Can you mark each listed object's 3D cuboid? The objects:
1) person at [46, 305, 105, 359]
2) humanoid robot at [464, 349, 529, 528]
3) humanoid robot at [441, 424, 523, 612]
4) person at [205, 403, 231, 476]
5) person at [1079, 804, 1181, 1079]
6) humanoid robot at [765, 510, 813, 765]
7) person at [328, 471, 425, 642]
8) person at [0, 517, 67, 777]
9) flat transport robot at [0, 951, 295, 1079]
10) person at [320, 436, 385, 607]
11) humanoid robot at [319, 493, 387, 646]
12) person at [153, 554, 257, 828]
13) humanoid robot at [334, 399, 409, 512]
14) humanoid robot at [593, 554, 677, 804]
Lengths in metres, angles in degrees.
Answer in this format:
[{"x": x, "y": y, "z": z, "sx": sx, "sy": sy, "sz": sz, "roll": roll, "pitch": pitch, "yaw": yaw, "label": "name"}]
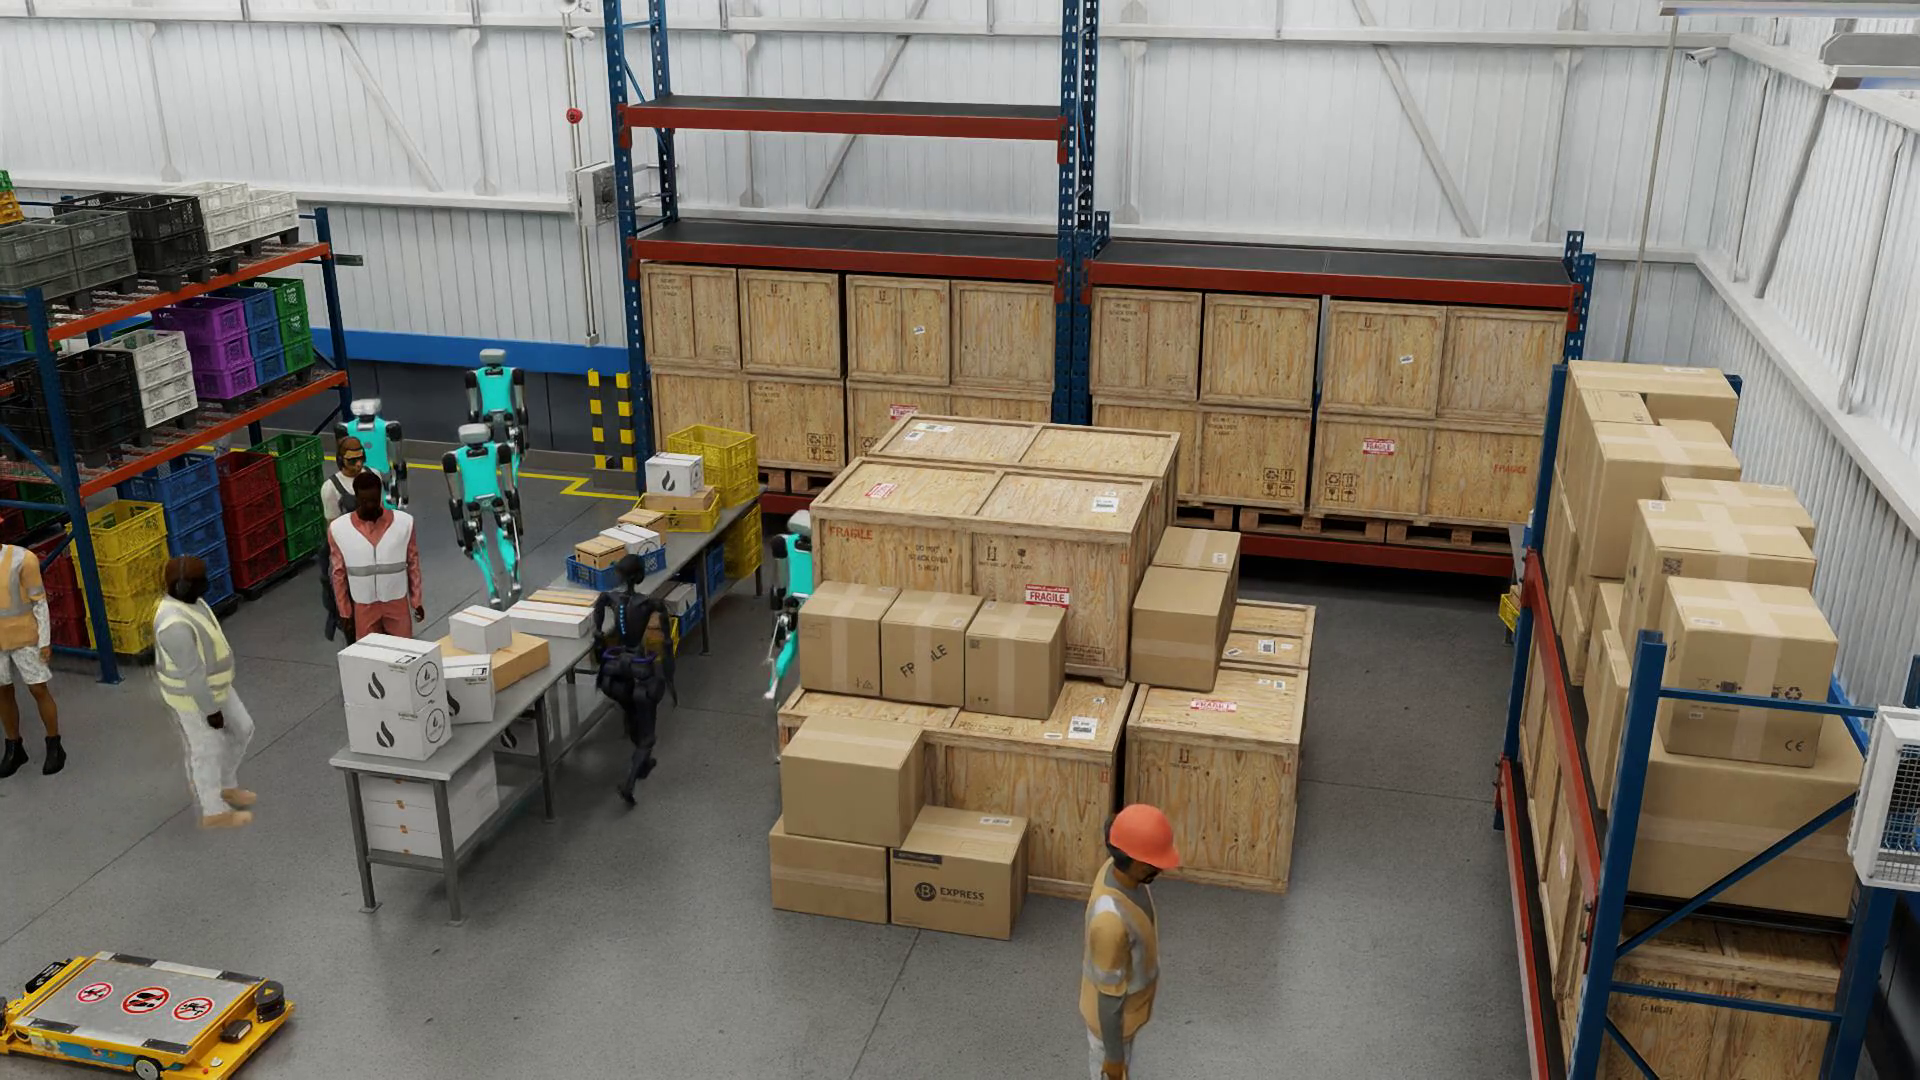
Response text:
[{"x": -9.558, "y": -1.979, "z": 18.036, "sx": 0.565, "sy": 1.835, "sz": 0.385, "roll": -6, "pitch": 22, "yaw": -15, "label": "person"}, {"x": -4.177, "y": -0.831, "z": 15.149, "sx": 0.531, "sy": 1.717, "sz": 0.999, "roll": -6, "pitch": 22, "yaw": -15, "label": "humanoid robot"}, {"x": -3.639, "y": 0.020, "z": 12.939, "sx": 0.558, "sy": 1.769, "sz": 0.862, "roll": -10, "pitch": 23, "yaw": -23, "label": "humanoid robot"}, {"x": -7.139, "y": -1.195, "z": 16.115, "sx": 0.305, "sy": 1.736, "sz": 0.484, "roll": -8, "pitch": 23, "yaw": -21, "label": "person"}, {"x": 0.724, "y": 2.045, "z": 7.230, "sx": 0.402, "sy": 2.031, "sz": 0.609, "roll": 4, "pitch": 21, "yaw": 11, "label": "person"}, {"x": -1.090, "y": 0.729, "z": 11.149, "sx": 0.547, "sy": 1.770, "sz": 1.042, "roll": 5, "pitch": 22, "yaw": 13, "label": "humanoid robot"}, {"x": -4.043, "y": 0.429, "z": 11.612, "sx": 0.592, "sy": 1.921, "sz": 0.392, "roll": -9, "pitch": 23, "yaw": -23, "label": "person"}, {"x": -6.302, "y": 0.654, "z": 10.999, "sx": 0.548, "sy": 1.937, "sz": 0.355, "roll": -3, "pitch": 21, "yaw": -7, "label": "person"}, {"x": -4.270, "y": 2.464, "z": 8.601, "sx": 1.431, "sy": 0.231, "sz": 0.659, "roll": 5, "pitch": 22, "yaw": 13, "label": "flat transport robot"}, {"x": -4.542, "y": 0.083, "z": 12.643, "sx": 0.350, "sy": 1.837, "sz": 0.509, "roll": 14, "pitch": 25, "yaw": 32, "label": "person"}, {"x": -4.285, "y": 0.445, "z": 11.918, "sx": 0.492, "sy": 1.647, "sz": 0.604, "roll": 19, "pitch": 28, "yaw": 41, "label": "humanoid robot"}, {"x": -4.691, "y": 0.953, "z": 10.366, "sx": 0.494, "sy": 1.827, "sz": 0.641, "roll": -4, "pitch": 21, "yaw": -11, "label": "person"}, {"x": -4.913, "y": -0.411, "z": 14.070, "sx": 0.539, "sy": 1.727, "sz": 1.010, "roll": -4, "pitch": 21, "yaw": -11, "label": "humanoid robot"}, {"x": -2.156, "y": 0.888, "z": 10.786, "sx": 0.596, "sy": 1.631, "sz": 0.684, "roll": 5, "pitch": 21, "yaw": 12, "label": "humanoid robot"}]
